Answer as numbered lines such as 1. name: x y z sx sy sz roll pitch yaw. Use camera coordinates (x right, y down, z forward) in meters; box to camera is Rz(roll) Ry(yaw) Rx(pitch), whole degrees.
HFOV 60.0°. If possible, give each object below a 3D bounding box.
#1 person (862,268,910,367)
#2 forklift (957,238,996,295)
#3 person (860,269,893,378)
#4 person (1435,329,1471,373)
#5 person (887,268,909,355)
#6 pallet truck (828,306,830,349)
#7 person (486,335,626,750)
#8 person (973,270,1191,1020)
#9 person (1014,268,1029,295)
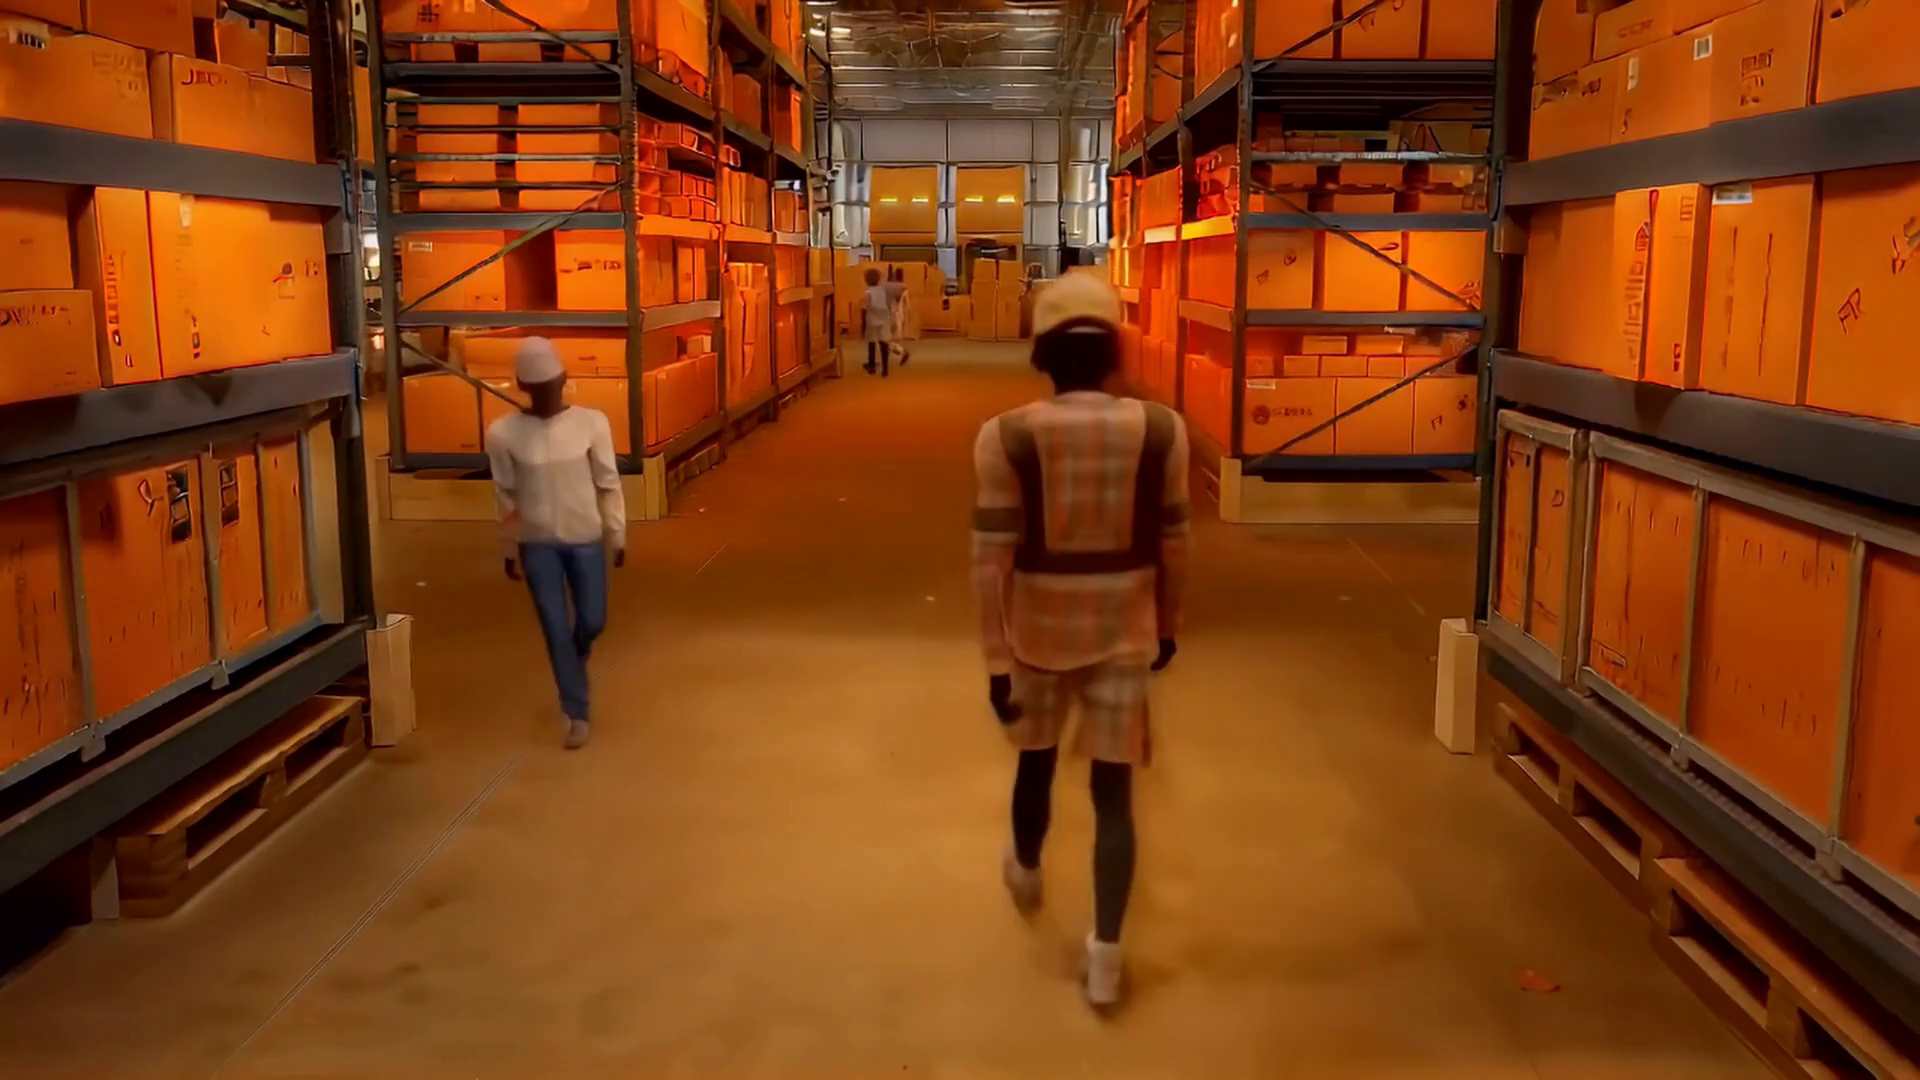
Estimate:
1. person: -1.427 -4.273 32.072 0.851 1.916 0.637 -3 10 -17
2. forklift: 0.728 -8.852 56.586 1.129 2.768 1.873 -4 10 -24
3. person: -1.464 -3.830 29.431 0.639 1.893 1.042 -2 10 -14
4. person: 7.523 -3.008 25.417 0.524 1.593 0.857 2 10 11
5. person: -1.378 -4.985 36.373 0.639 1.892 0.503 5 11 28
6. pallet truck: -3.100 -3.940 29.800 1.885 1.965 0.823 3 10 19
7. person: -1.721 -0.019 7.126 0.550 1.731 0.677 -3 10 -16
8. person: 0.335 0.245 4.747 0.618 1.989 1.038 0 9 -3
9. person: 2.010 -8.462 57.169 0.917 1.892 0.657 -7 12 -35
